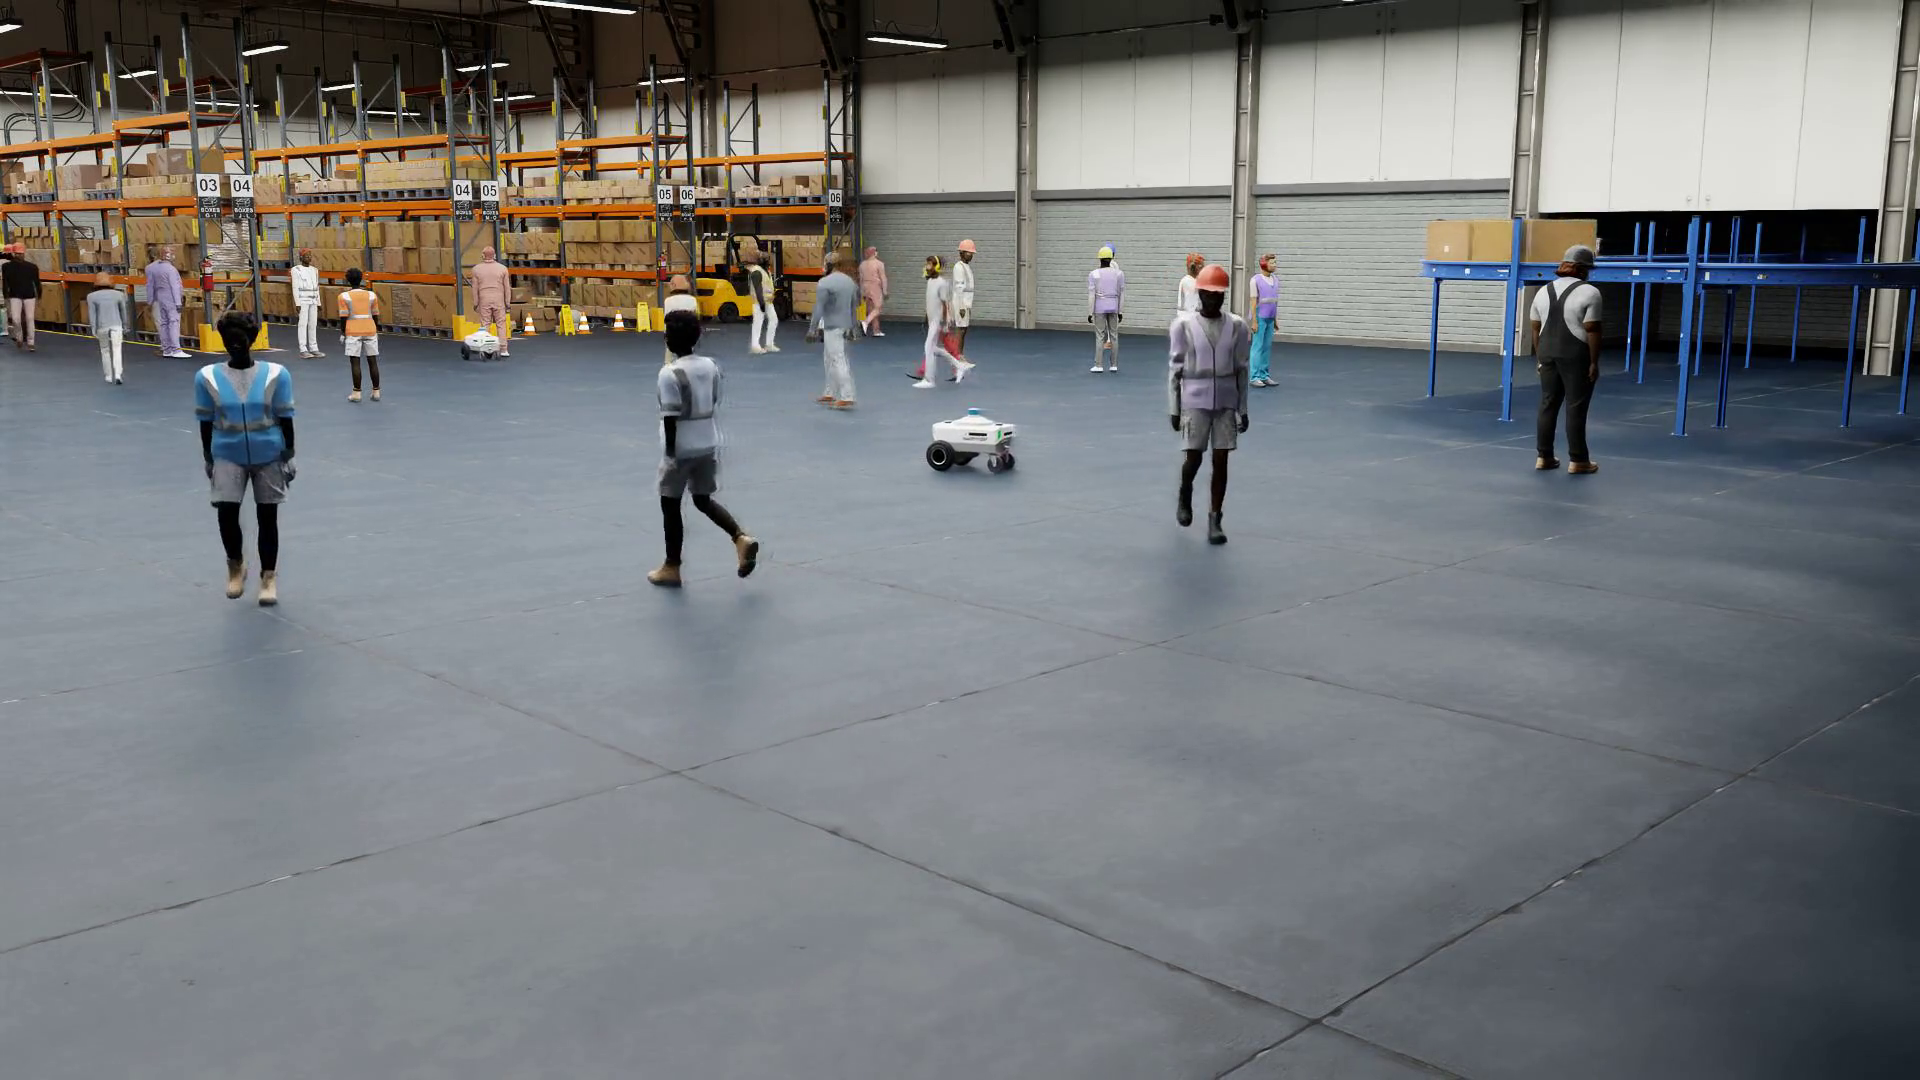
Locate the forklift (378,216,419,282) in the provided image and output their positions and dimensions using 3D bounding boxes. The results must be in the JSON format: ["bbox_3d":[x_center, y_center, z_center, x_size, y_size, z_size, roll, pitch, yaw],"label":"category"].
[{"bbox_3d":[-17.868,-9.201,54.028,1.873,2.768,1.129,-10,14,-44],"label":"forklift"}]

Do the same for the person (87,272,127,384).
[{"bbox_3d":[-12.211,-3.046,23.856,0.494,1.595,0.853,-5,12,-27],"label":"person"}]

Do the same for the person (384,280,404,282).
[{"bbox_3d":[-16.990,-7.915,49.800,0.995,1.810,0.521,4,11,20],"label":"person"}]

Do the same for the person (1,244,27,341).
[{"bbox_3d":[-19.038,-4.985,33.535,0.383,1.930,0.540,-2,11,-11],"label":"person"}]

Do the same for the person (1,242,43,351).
[{"bbox_3d":[-17.116,-4.437,30.383,0.643,1.973,0.521,-6,12,-31],"label":"person"}]

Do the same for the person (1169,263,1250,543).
[{"bbox_3d":[1.725,-0.955,11.582,0.551,1.924,0.534,-1,10,-4],"label":"person"}]

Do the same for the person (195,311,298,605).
[{"bbox_3d":[-4.063,-0.459,9.511,0.536,1.684,0.368,-4,11,-20],"label":"person"}]

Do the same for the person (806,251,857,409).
[{"bbox_3d":[-1.609,-2.565,20.384,0.840,1.909,0.647,6,12,28],"label":"person"}]

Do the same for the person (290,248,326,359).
[{"bbox_3d":[-11.298,-4.100,28.817,0.355,1.882,0.576,4,11,22],"label":"person"}]

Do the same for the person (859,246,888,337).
[{"bbox_3d":[-1.824,-5.148,34.519,0.648,1.885,0.765,10,14,43],"label":"person"}]

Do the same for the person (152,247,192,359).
[{"bbox_3d":[-13.651,-4.103,28.790,0.638,1.902,0.406,8,13,36],"label":"person"}]

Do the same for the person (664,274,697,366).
[{"bbox_3d":[-3.506,-2.514,20.870,0.516,1.620,0.368,-9,14,-41],"label":"person"}]

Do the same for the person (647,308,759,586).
[{"bbox_3d":[-1.581,-0.549,9.989,0.666,1.679,0.541,6,12,29],"label":"person"}]

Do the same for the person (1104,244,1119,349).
[{"bbox_3d":[2.802,-4.558,31.131,0.396,1.949,0.602,2,11,13],"label":"person"}]

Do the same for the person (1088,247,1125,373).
[{"bbox_3d":[2.255,-3.565,25.767,0.587,1.930,0.360,-3,11,-17],"label":"person"}]

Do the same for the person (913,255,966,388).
[{"bbox_3d":[-0.295,-3.065,23.288,0.770,1.847,0.523,-4,11,-19],"label":"person"}]

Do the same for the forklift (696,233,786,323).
[{"bbox_3d":[-5.496,-6.489,41.108,2.313,2.155,1.214,-10,14,-44],"label":"forklift"}]

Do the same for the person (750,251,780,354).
[{"bbox_3d":[-3.487,-4.259,29.854,0.635,1.818,0.655,2,11,12],"label":"person"}]

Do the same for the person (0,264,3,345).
[{"bbox_3d":[-18.753,-4.636,32.213,0.636,1.717,0.318,8,13,38],"label":"person"}]

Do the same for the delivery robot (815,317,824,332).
[{"bbox_3d":[-2.683,-4.314,33.458,0.477,0.478,0.707,-6,12,-29],"label":"delivery robot"}]

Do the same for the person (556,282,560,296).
[{"bbox_3d":[-10.857,-7.085,45.526,0.503,1.728,0.331,4,11,20],"label":"person"}]

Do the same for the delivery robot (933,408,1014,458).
[{"bbox_3d":[0.123,-0.955,15.142,0.707,0.478,0.477,5,12,25],"label":"delivery robot"}]

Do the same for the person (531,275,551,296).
[{"bbox_3d":[-11.147,-6.964,44.313,0.454,1.922,0.623,6,12,29],"label":"person"}]

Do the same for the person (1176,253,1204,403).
[{"bbox_3d":[2.926,-2.696,21.148,0.355,1.887,0.572,0,10,2],"label":"person"}]

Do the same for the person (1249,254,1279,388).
[{"bbox_3d":[4.260,-3.081,23.348,0.387,1.849,0.566,10,14,44],"label":"person"}]

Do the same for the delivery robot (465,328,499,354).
[{"bbox_3d":[-8.163,-3.383,28.389,0.477,0.478,0.707,-8,13,-39],"label":"delivery robot"}]

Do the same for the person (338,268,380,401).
[{"bbox_3d":[-7.686,-2.626,21.296,0.530,1.693,0.321,-10,14,-42],"label":"person"}]

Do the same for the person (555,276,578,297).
[{"bbox_3d":[-10.166,-6.689,43.049,0.633,1.843,0.429,-9,14,-41],"label":"person"}]

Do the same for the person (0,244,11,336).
[{"bbox_3d":[-20.098,-5.265,35.041,0.355,1.930,0.587,10,14,44],"label":"person"}]

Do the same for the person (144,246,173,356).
[{"bbox_3d":[-14.081,-4.210,29.317,0.420,1.916,0.642,3,11,14],"label":"person"}]

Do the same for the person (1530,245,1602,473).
[{"bbox_3d":[5.514,-1.625,15.007,0.536,2.000,0.680,-7,12,-32],"label":"person"}]

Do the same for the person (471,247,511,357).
[{"bbox_3d":[-8.152,-4.139,28.966,0.651,1.905,0.409,-3,11,-14],"label":"person"}]

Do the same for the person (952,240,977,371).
[{"bbox_3d":[0.082,-3.700,26.212,0.394,2.038,0.605,2,11,10],"label":"person"}]

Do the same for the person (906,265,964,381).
[{"bbox_3d":[-0.341,-3.144,24.080,0.892,1.696,0.534,-1,10,-6],"label":"person"}]
